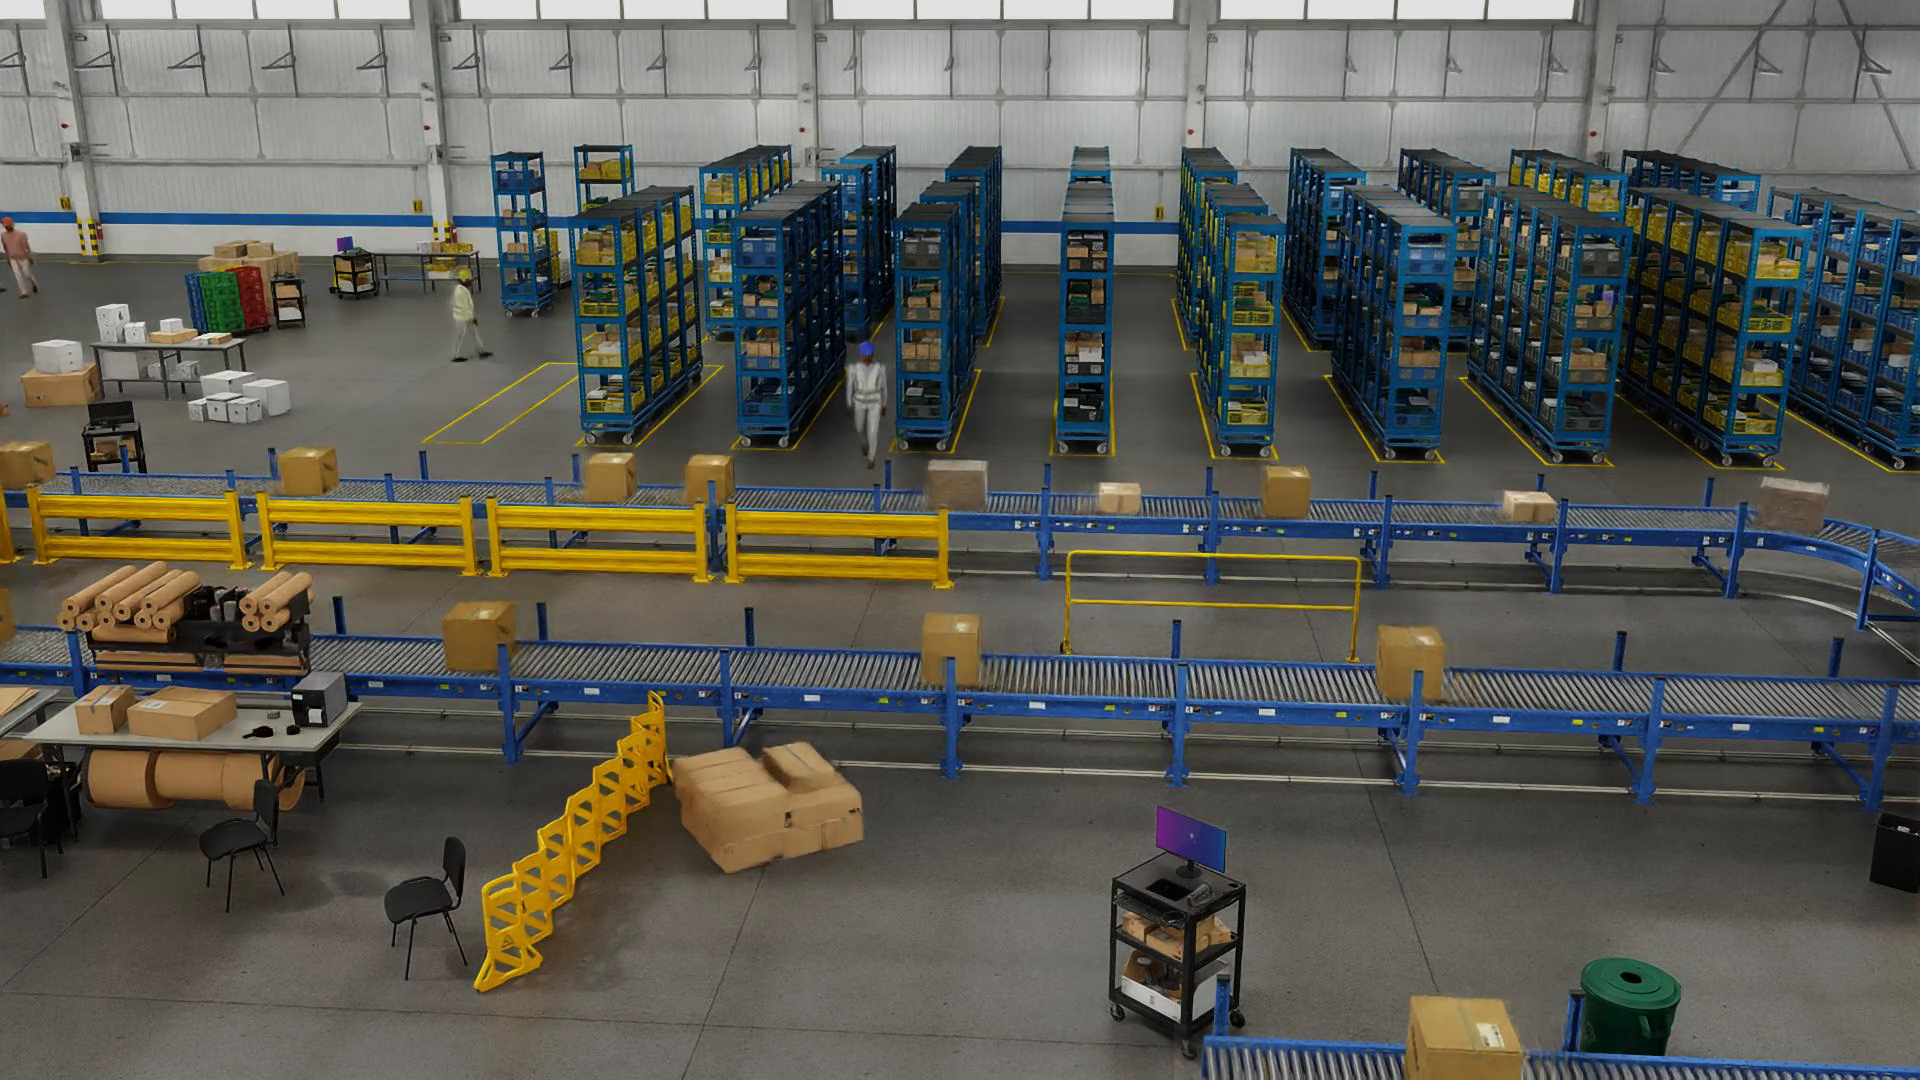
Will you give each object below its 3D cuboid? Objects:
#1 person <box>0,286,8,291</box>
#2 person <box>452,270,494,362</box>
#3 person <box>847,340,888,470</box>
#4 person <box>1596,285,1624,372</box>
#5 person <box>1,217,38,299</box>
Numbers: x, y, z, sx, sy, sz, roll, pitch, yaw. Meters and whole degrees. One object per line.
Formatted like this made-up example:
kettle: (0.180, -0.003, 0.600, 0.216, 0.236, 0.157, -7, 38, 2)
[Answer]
person: (-23.980, -6.962, 40.835, 0.898, 1.722, 0.536, 0, 17, 0)
person: (-9.580, -4.370, 32.495, 0.871, 1.793, 0.612, -2, 18, -8)
person: (-1.382, -2.067, 24.959, 0.619, 1.931, 0.727, 1, 18, 2)
person: (12.282, -4.048, 31.397, 0.385, 1.839, 0.560, -15, 23, -39)
person: (-22.536, -6.780, 39.870, 0.625, 1.959, 0.658, -1, 18, -2)
